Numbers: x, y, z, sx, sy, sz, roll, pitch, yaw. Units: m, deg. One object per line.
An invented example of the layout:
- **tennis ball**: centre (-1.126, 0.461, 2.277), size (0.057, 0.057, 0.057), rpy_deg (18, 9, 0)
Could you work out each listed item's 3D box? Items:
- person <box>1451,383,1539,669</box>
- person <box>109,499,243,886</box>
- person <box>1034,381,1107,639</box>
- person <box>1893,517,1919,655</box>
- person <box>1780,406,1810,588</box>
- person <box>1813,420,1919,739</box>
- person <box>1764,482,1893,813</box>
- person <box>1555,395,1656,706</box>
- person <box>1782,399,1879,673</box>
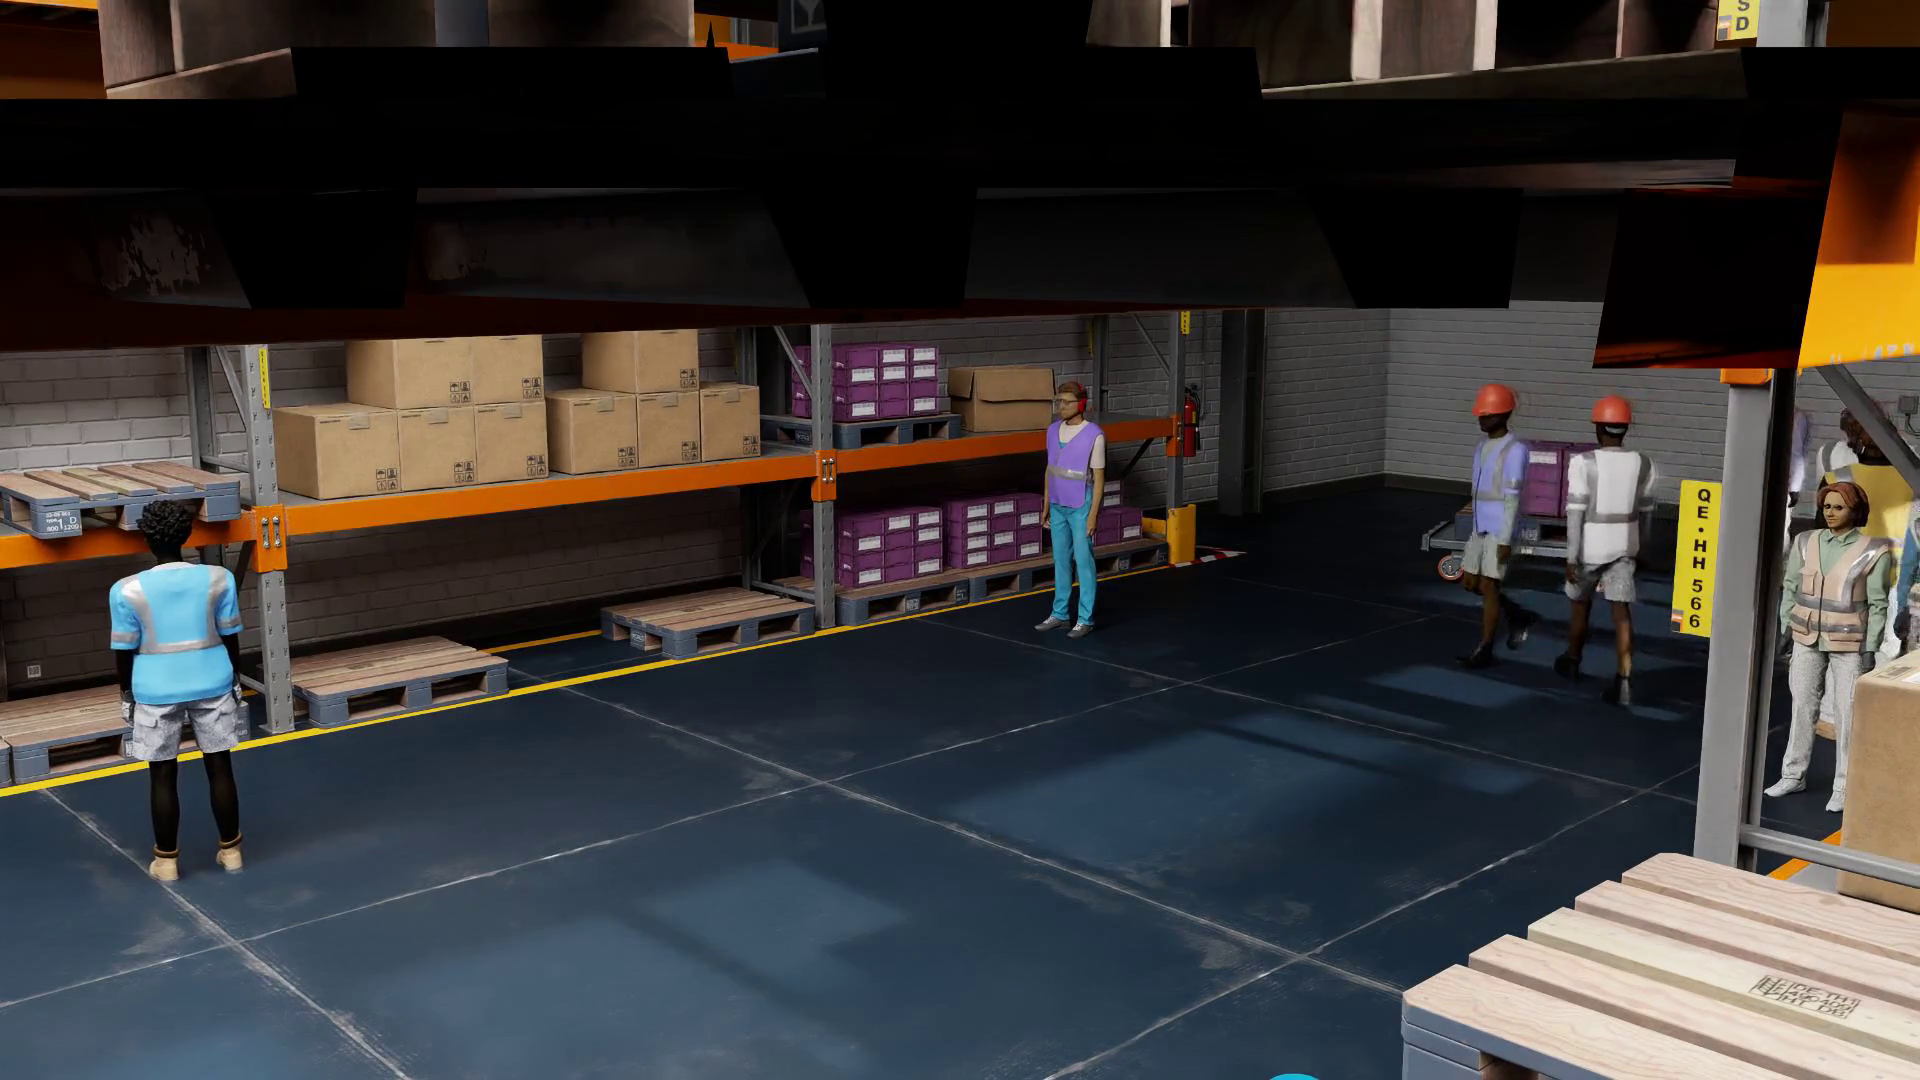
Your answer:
- **person**: centre (3.595, -0.090, 11.029), size (0.583, 1.913, 0.538), rpy_deg (-2, 10, -13)
- **person**: centre (-3.399, 0.666, 7.265), size (0.534, 1.694, 0.320), rpy_deg (-7, 12, -34)
- **person**: centre (0.821, -0.225, 12.017), size (0.389, 1.848, 0.567), rpy_deg (-8, 13, -40)
- **person**: centre (5.350, 0.416, 8.964), size (0.603, 1.616, 0.524), rpy_deg (-9, 13, -43)
- **person**: centre (6.515, -0.456, 13.466), size (0.621, 1.820, 0.841), rpy_deg (8, 13, 39)
- **person**: centre (5.114, 0.227, 9.420), size (0.640, 1.840, 0.429), rpy_deg (0, 10, 3)
- **person**: centre (4.323, 0.521, 8.264), size (0.307, 1.641, 0.514), rpy_deg (-7, 12, -35)
- **person**: centre (4.025, 0.046, 10.347), size (0.567, 1.883, 1.014), rpy_deg (0, 10, 1)
- **person**: centre (5.715, 0.008, 10.698), size (1.002, 1.825, 0.581), rpy_deg (-8, 13, -40)
